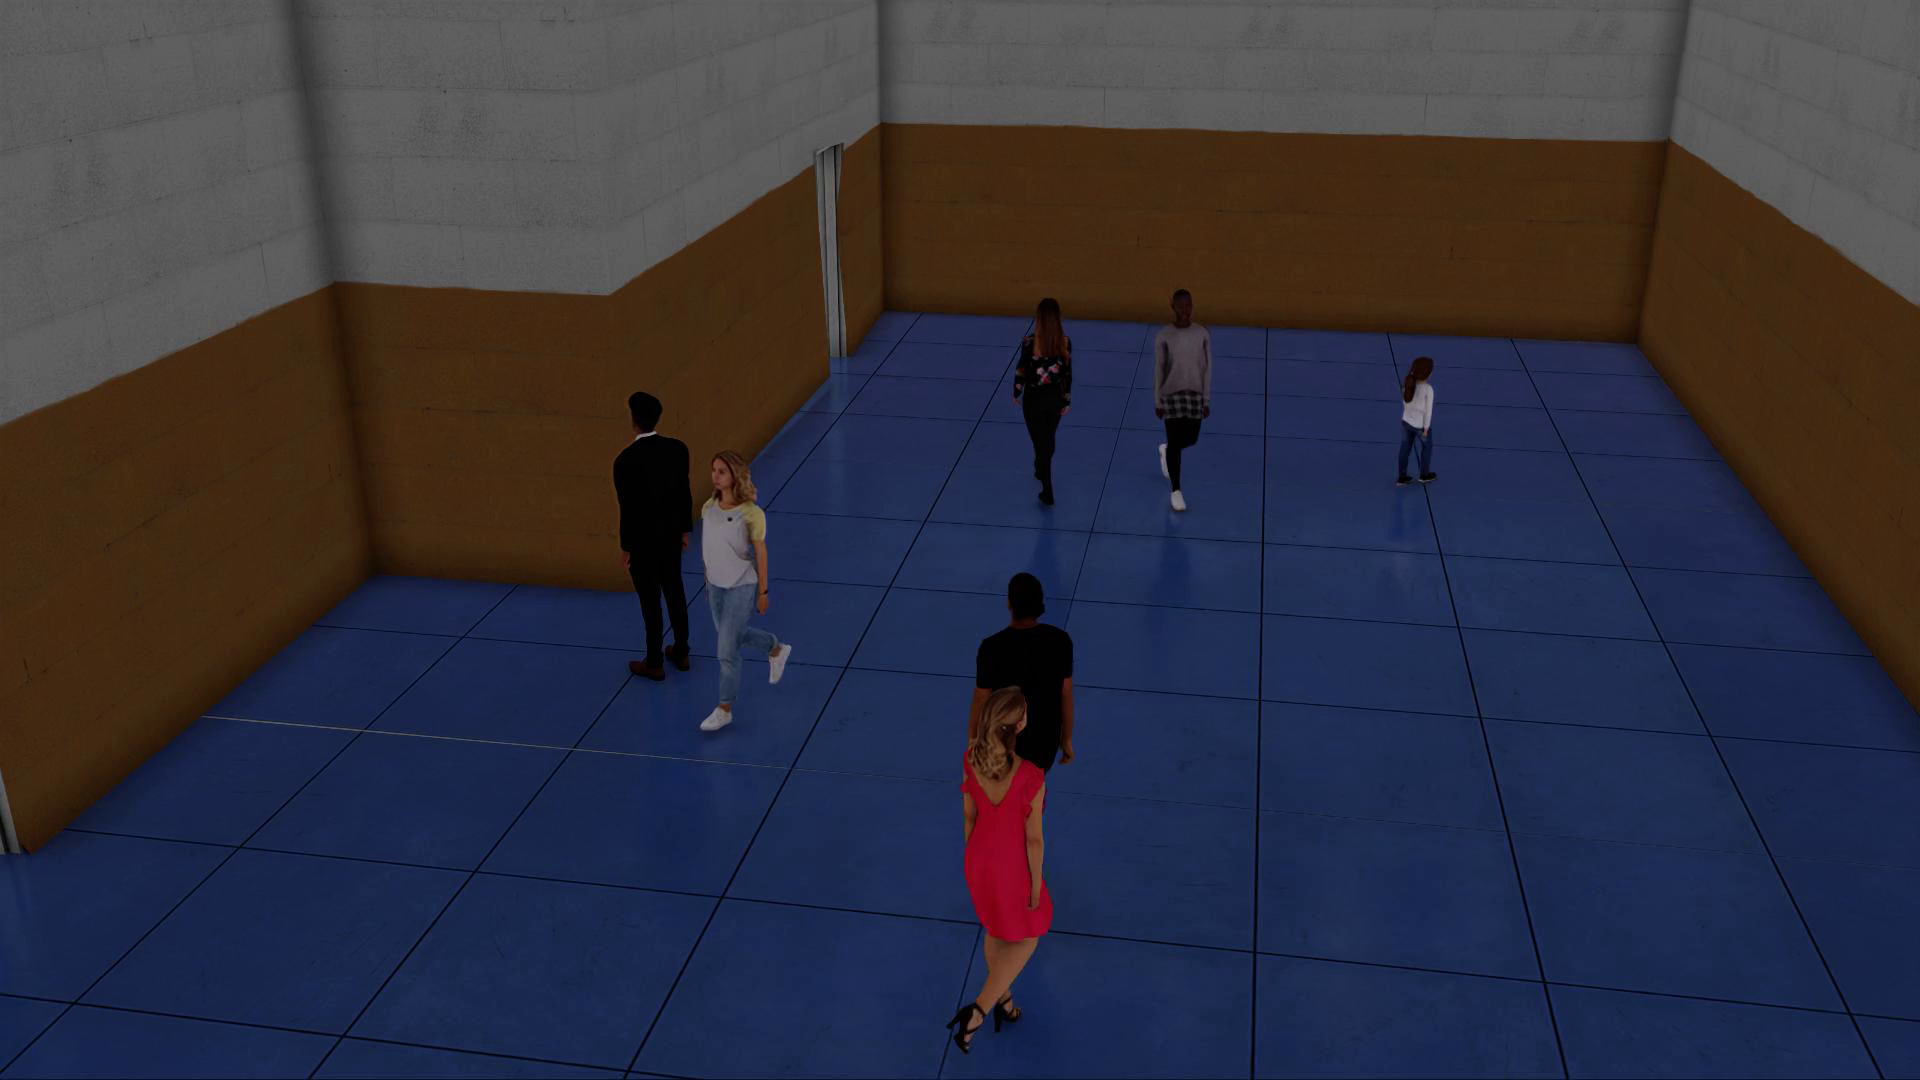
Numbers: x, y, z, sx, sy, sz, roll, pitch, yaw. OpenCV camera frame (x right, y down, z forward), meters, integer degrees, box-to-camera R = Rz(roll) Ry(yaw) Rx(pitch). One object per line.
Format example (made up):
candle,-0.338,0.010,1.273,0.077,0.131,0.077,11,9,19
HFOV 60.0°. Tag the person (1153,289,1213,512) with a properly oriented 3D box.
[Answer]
person,1.776,-1.167,13.455,1.056,1.756,0.919,-4,22,-9

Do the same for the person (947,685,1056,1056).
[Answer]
person,0.136,1.434,7.037,0.886,1.713,0.848,15,26,32

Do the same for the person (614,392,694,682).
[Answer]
person,-1.916,-0.027,10.444,0.771,1.884,0.774,19,29,40

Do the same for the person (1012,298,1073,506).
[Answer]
person,0.696,-1.083,13.399,1.058,1.640,0.922,-5,22,-13

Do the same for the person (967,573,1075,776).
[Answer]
person,0.330,1.030,8.034,1.120,1.721,1.051,-8,23,-19

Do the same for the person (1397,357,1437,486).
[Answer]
person,3.777,-0.983,13.878,0.657,1.099,0.610,-20,29,-41

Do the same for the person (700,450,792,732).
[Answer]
person,-1.286,0.269,9.931,1.083,1.702,0.977,14,26,32
